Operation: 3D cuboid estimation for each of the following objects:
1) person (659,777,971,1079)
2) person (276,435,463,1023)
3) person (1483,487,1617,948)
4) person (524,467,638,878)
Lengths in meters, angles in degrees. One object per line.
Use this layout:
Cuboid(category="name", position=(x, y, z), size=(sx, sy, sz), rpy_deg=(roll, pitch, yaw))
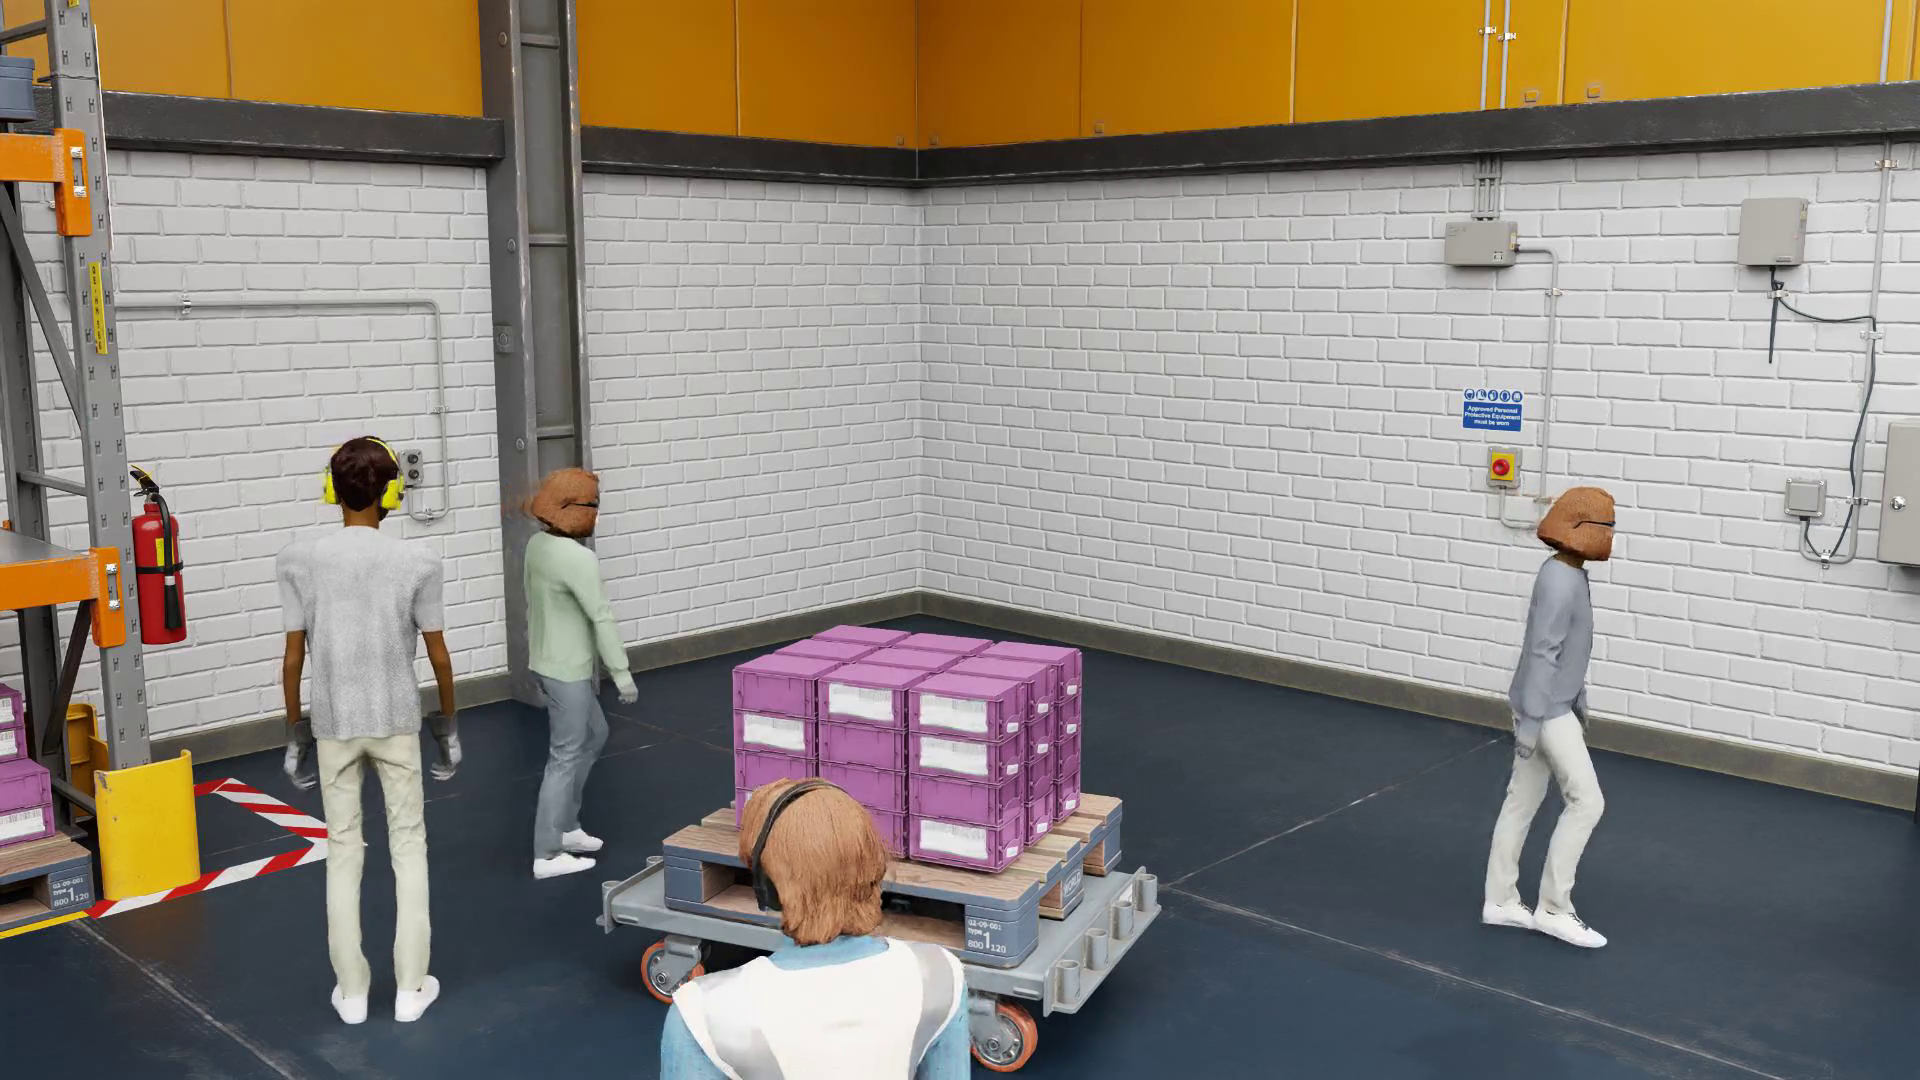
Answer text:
Cuboid(category="person", position=(-0.216, 1.156, 2.603), size=(0.508, 1.590, 0.882), rpy_deg=(-6, 11, -33))
Cuboid(category="person", position=(-1.842, 0.607, 5.212), size=(0.515, 1.854, 0.351), rpy_deg=(-2, 9, -11))
Cuboid(category="person", position=(2.126, 0.614, 5.836), size=(0.546, 1.605, 0.516), rpy_deg=(3, 10, 17))
Cuboid(category="person", position=(-1.479, 0.518, 6.451), size=(0.486, 1.608, 0.509), rpy_deg=(-6, 11, -33))
